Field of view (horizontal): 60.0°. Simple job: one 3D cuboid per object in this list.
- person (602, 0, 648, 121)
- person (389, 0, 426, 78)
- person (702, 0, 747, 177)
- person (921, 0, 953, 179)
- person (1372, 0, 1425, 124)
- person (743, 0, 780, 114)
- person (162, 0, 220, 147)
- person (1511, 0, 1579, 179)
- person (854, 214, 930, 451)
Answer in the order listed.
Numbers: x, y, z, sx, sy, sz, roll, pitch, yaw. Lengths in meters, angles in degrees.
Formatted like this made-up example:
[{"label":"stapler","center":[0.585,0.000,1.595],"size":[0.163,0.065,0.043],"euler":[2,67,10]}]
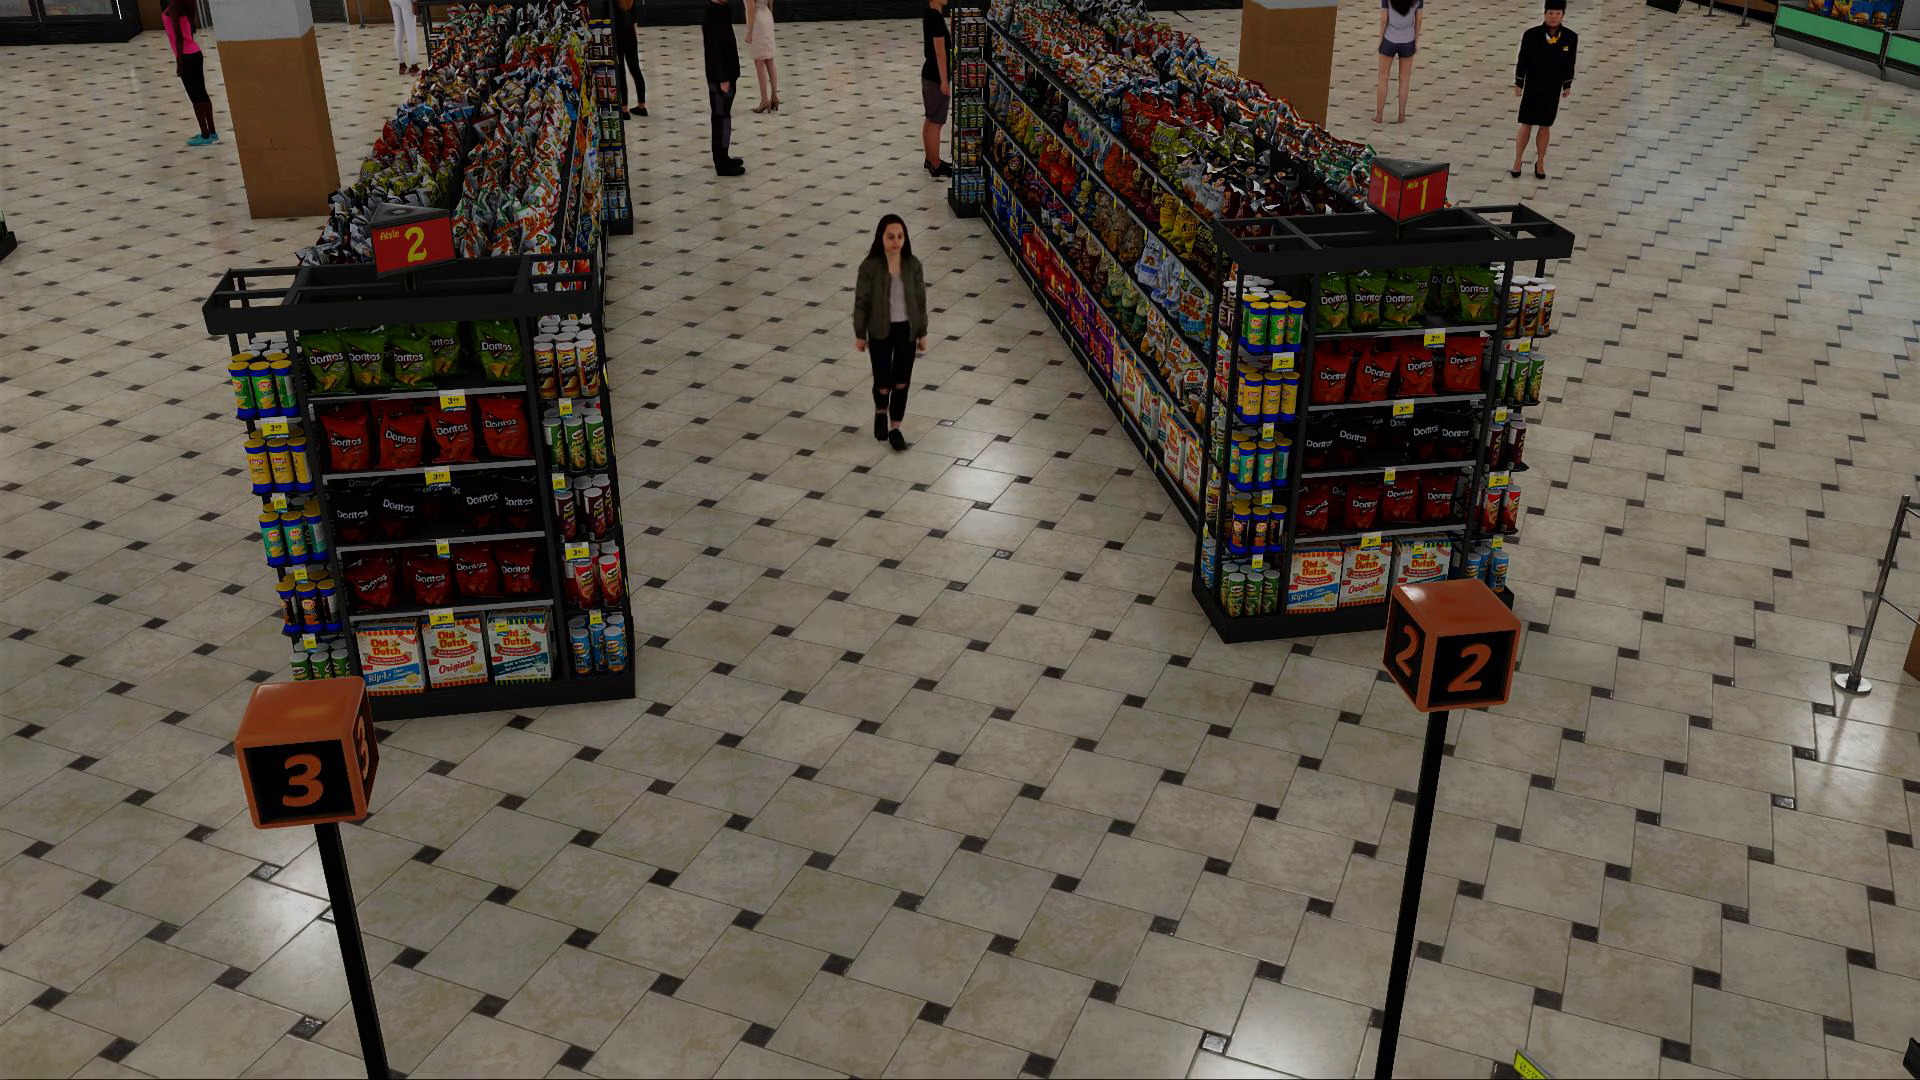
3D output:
[{"label":"person","center":[-3.680,-5.484,18.171],"size":[0.728,1.707,0.683],"euler":[21,34,35]},{"label":"person","center":[-6.798,-6.558,20.270],"size":[0.661,1.724,0.728],"euler":[19,32,32]},{"label":"person","center":[-2.312,-4.466,16.020],"size":[0.778,1.838,0.493],"euler":[-4,27,-7]},{"label":"person","center":[-0.232,-4.453,15.968],"size":[0.734,1.861,0.507],"euler":[-5,27,-10]},{"label":"person","center":[4.732,-5.388,17.982],"size":[0.646,1.706,0.608],"euler":[2,27,4]},{"label":"person","center":[-2.203,-5.629,18.425],"size":[0.749,1.735,0.685],"euler":[17,31,30]},{"label":"person","center":[-7.917,-4.943,17.086],"size":[0.641,1.724,0.528],"euler":[-1,27,-1]},{"label":"person","center":[5.572,-4.310,15.896],"size":[0.785,1.671,0.776],"euler":[7,28,13]},{"label":"person","center":[-0.432,-1.275,10.132],"size":[0.632,1.472,0.617],"euler":[-8,28,-15]}]
